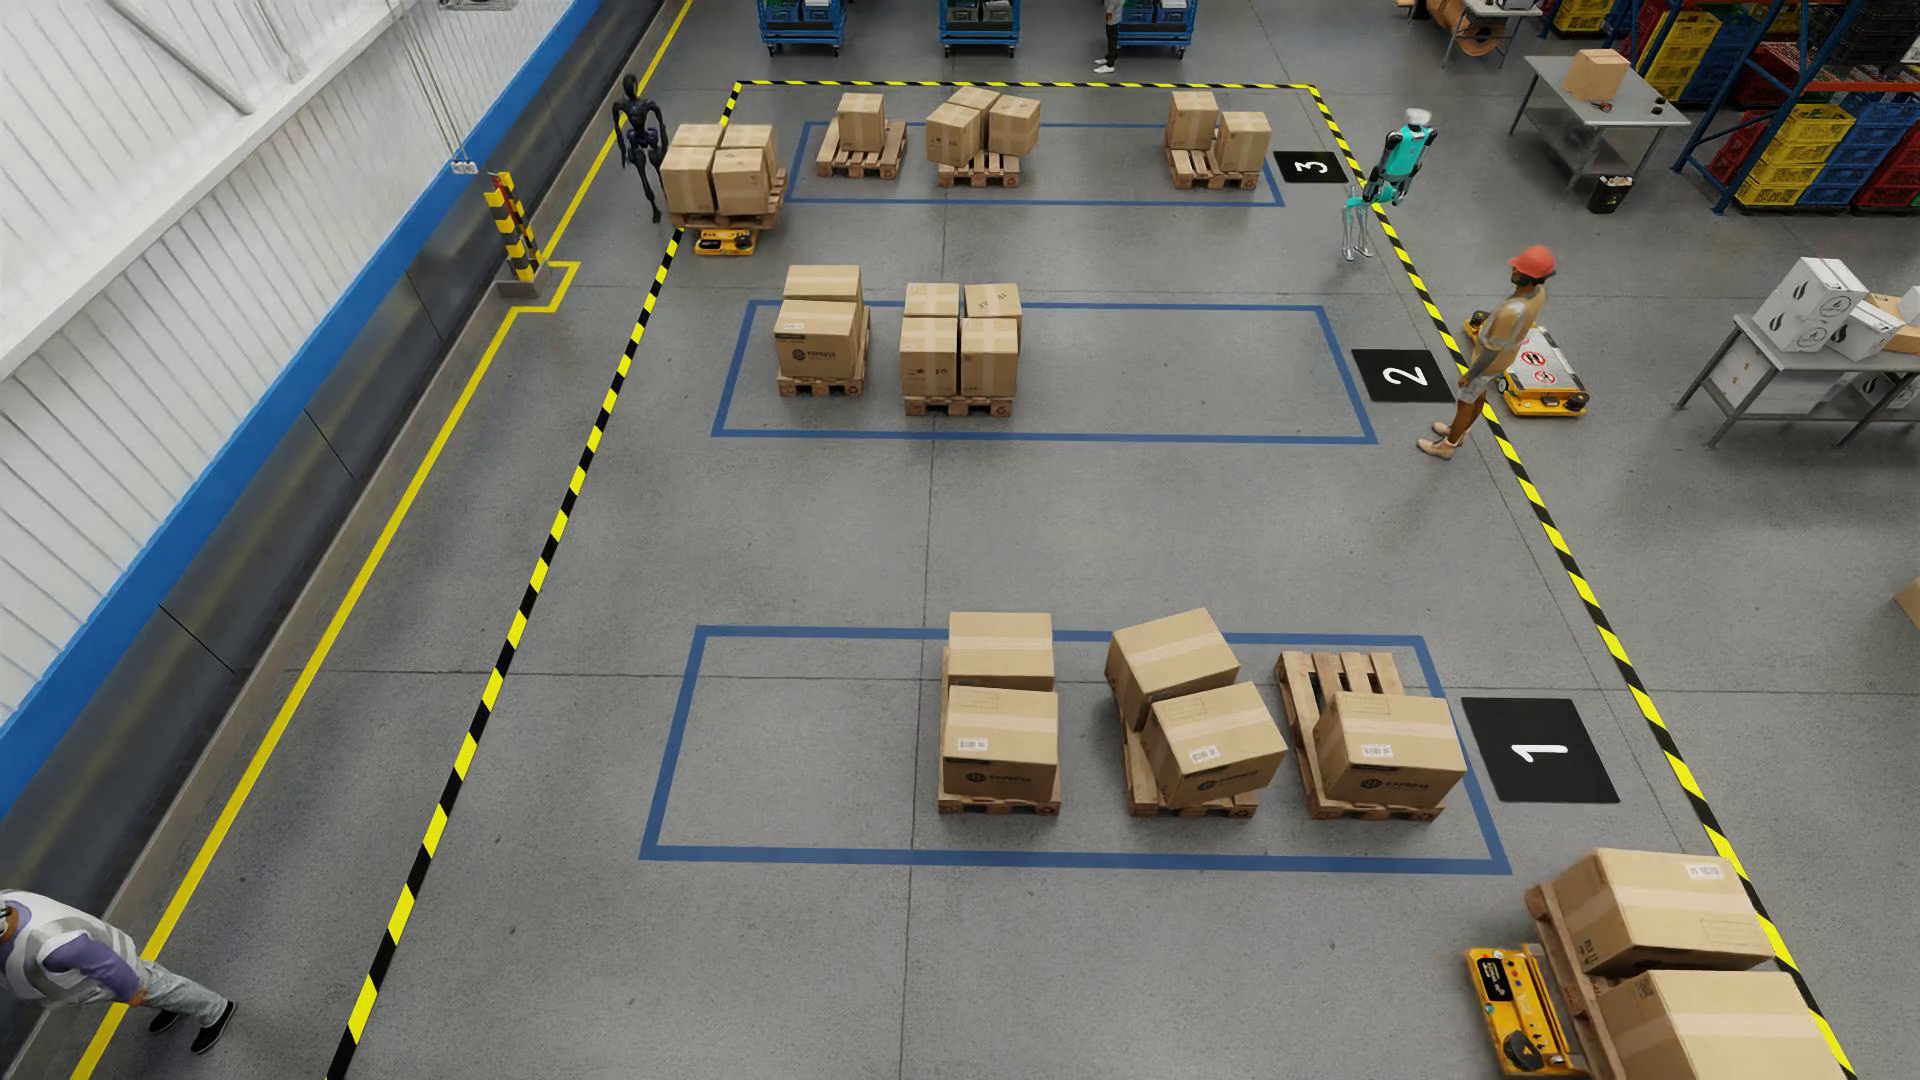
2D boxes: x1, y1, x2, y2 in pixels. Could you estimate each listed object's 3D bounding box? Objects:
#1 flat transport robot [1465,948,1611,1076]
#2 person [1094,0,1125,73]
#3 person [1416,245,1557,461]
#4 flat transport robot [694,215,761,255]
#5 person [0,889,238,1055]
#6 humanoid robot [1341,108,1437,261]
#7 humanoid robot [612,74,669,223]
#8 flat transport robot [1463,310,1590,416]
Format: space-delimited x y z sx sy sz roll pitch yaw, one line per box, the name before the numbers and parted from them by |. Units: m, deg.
flat transport robot | 3.733 2.667 5.206 1.431 0.197 0.652 1 49 1
person | 2.186 -7.727 13.174 0.371 1.852 0.588 7 50 6
person | 4.413 -1.526 7.681 0.604 2.045 0.378 -34 57 -26
flat transport robot | -2.681 -3.841 10.840 0.652 0.197 1.431 1 49 1
person | -4.385 2.172 4.621 0.586 1.829 0.404 16 51 14
humanoid robot | 4.471 -3.849 9.805 0.533 1.677 0.735 -11 50 -9
humanoid robot | -3.617 -4.536 10.527 0.597 1.638 0.516 -7 50 -6
flat transport robot | 5.573 -1.757 9.054 0.659 0.231 1.431 1 49 1
